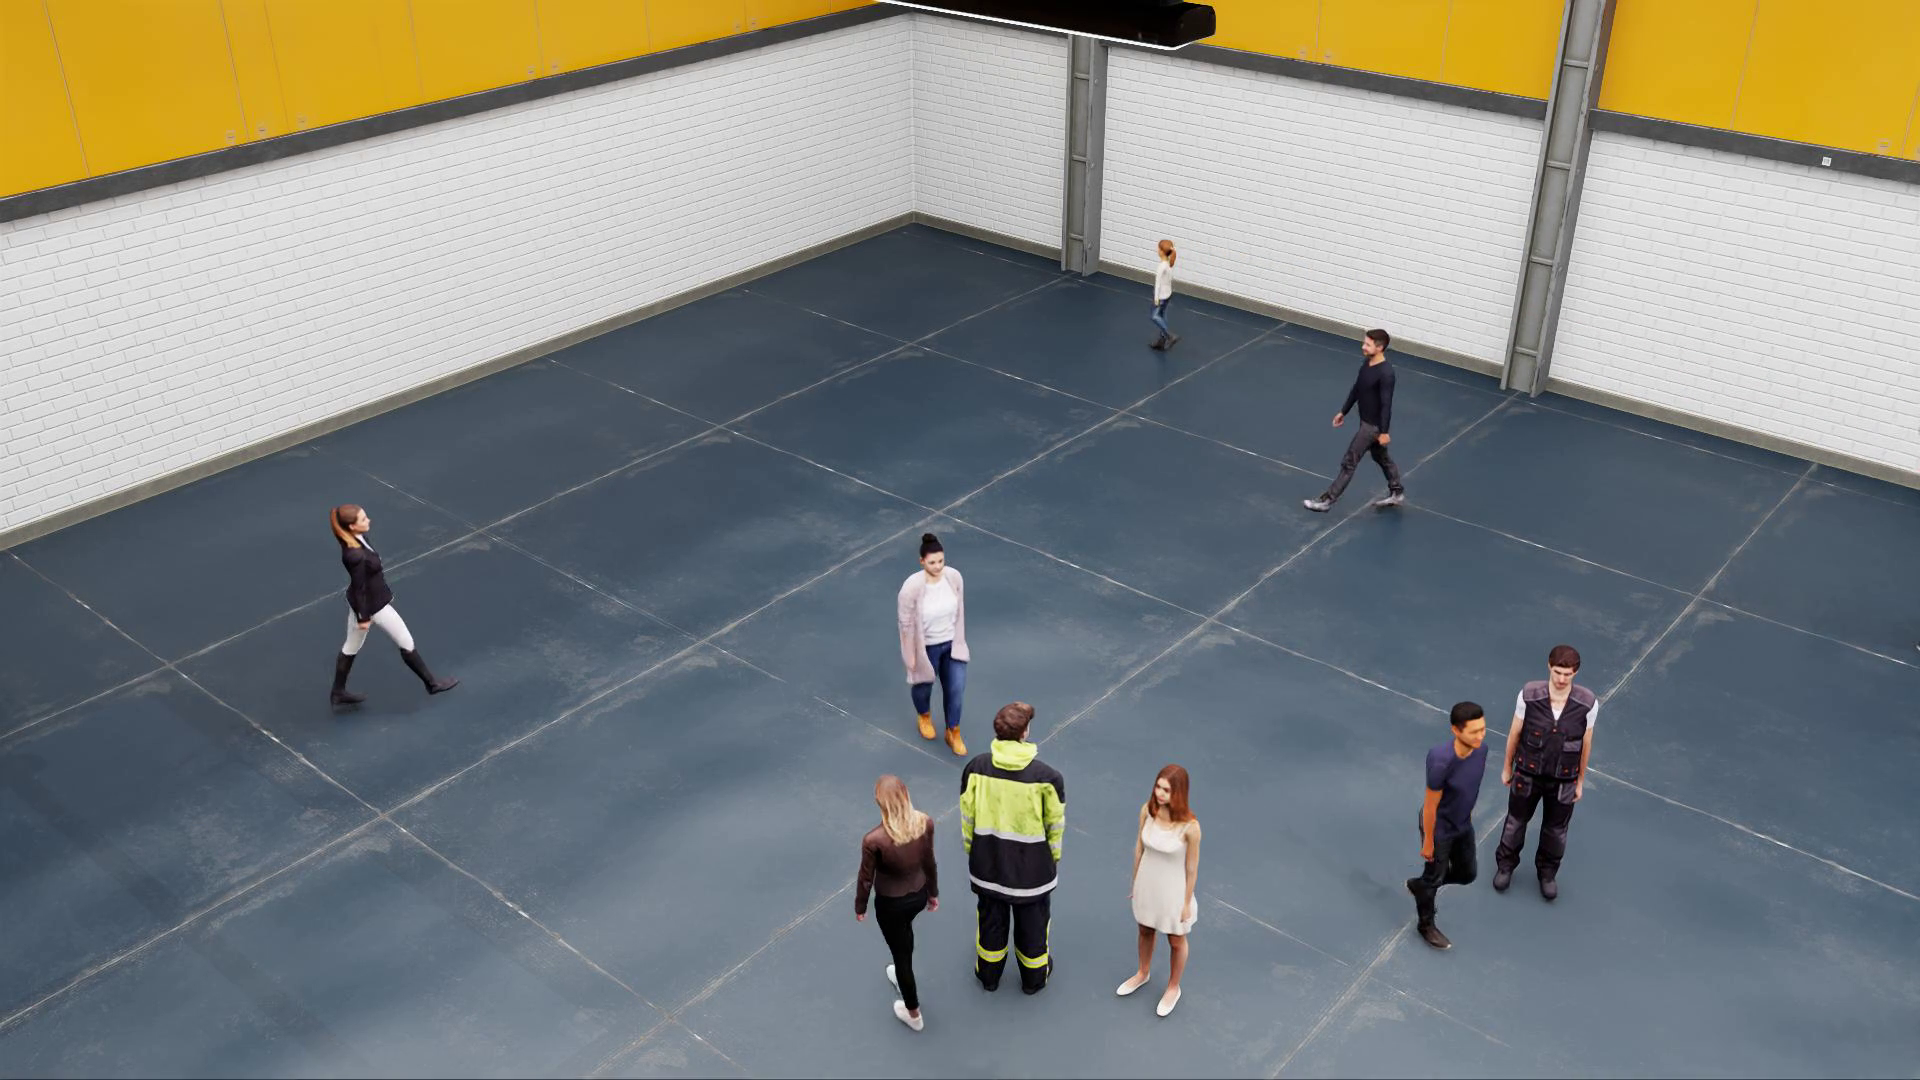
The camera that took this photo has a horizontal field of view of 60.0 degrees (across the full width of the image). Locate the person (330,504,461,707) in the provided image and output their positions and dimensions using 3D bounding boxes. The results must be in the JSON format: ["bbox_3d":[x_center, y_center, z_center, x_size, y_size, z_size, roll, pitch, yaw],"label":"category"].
[{"bbox_3d":[-4.489,0.541,12.393,1.059,1.675,1.177,-9,30,-16],"label":"person"}]

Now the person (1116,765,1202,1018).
[{"bbox_3d":[1.194,2.006,9.668,0.462,1.711,0.606,21,35,34],"label":"person"}]

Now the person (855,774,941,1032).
[{"bbox_3d":[-0.290,2.112,9.503,0.747,1.683,0.837,-18,33,-29],"label":"person"}]

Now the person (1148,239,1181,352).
[{"bbox_3d":[2.346,-2.742,18.792,0.634,1.311,0.477,20,34,32],"label":"person"}]

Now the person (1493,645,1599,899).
[{"bbox_3d":[3.723,1.448,10.551,0.651,1.846,0.787,8,30,15],"label":"person"}]

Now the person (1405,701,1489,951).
[{"bbox_3d":[2.915,1.697,10.162,0.762,1.782,0.810,-16,32,-27],"label":"person"}]

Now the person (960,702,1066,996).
[{"bbox_3d":[0.305,1.816,9.739,0.779,1.978,0.926,6,29,11],"label":"person"}]

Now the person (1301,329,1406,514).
[{"bbox_3d":[3.843,-1.044,15.161,1.261,1.805,1.180,-2,29,-4],"label":"person"}]

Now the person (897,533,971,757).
[{"bbox_3d":[-0.231,0.698,12.056,0.869,1.722,0.950,-11,31,-20],"label":"person"}]
